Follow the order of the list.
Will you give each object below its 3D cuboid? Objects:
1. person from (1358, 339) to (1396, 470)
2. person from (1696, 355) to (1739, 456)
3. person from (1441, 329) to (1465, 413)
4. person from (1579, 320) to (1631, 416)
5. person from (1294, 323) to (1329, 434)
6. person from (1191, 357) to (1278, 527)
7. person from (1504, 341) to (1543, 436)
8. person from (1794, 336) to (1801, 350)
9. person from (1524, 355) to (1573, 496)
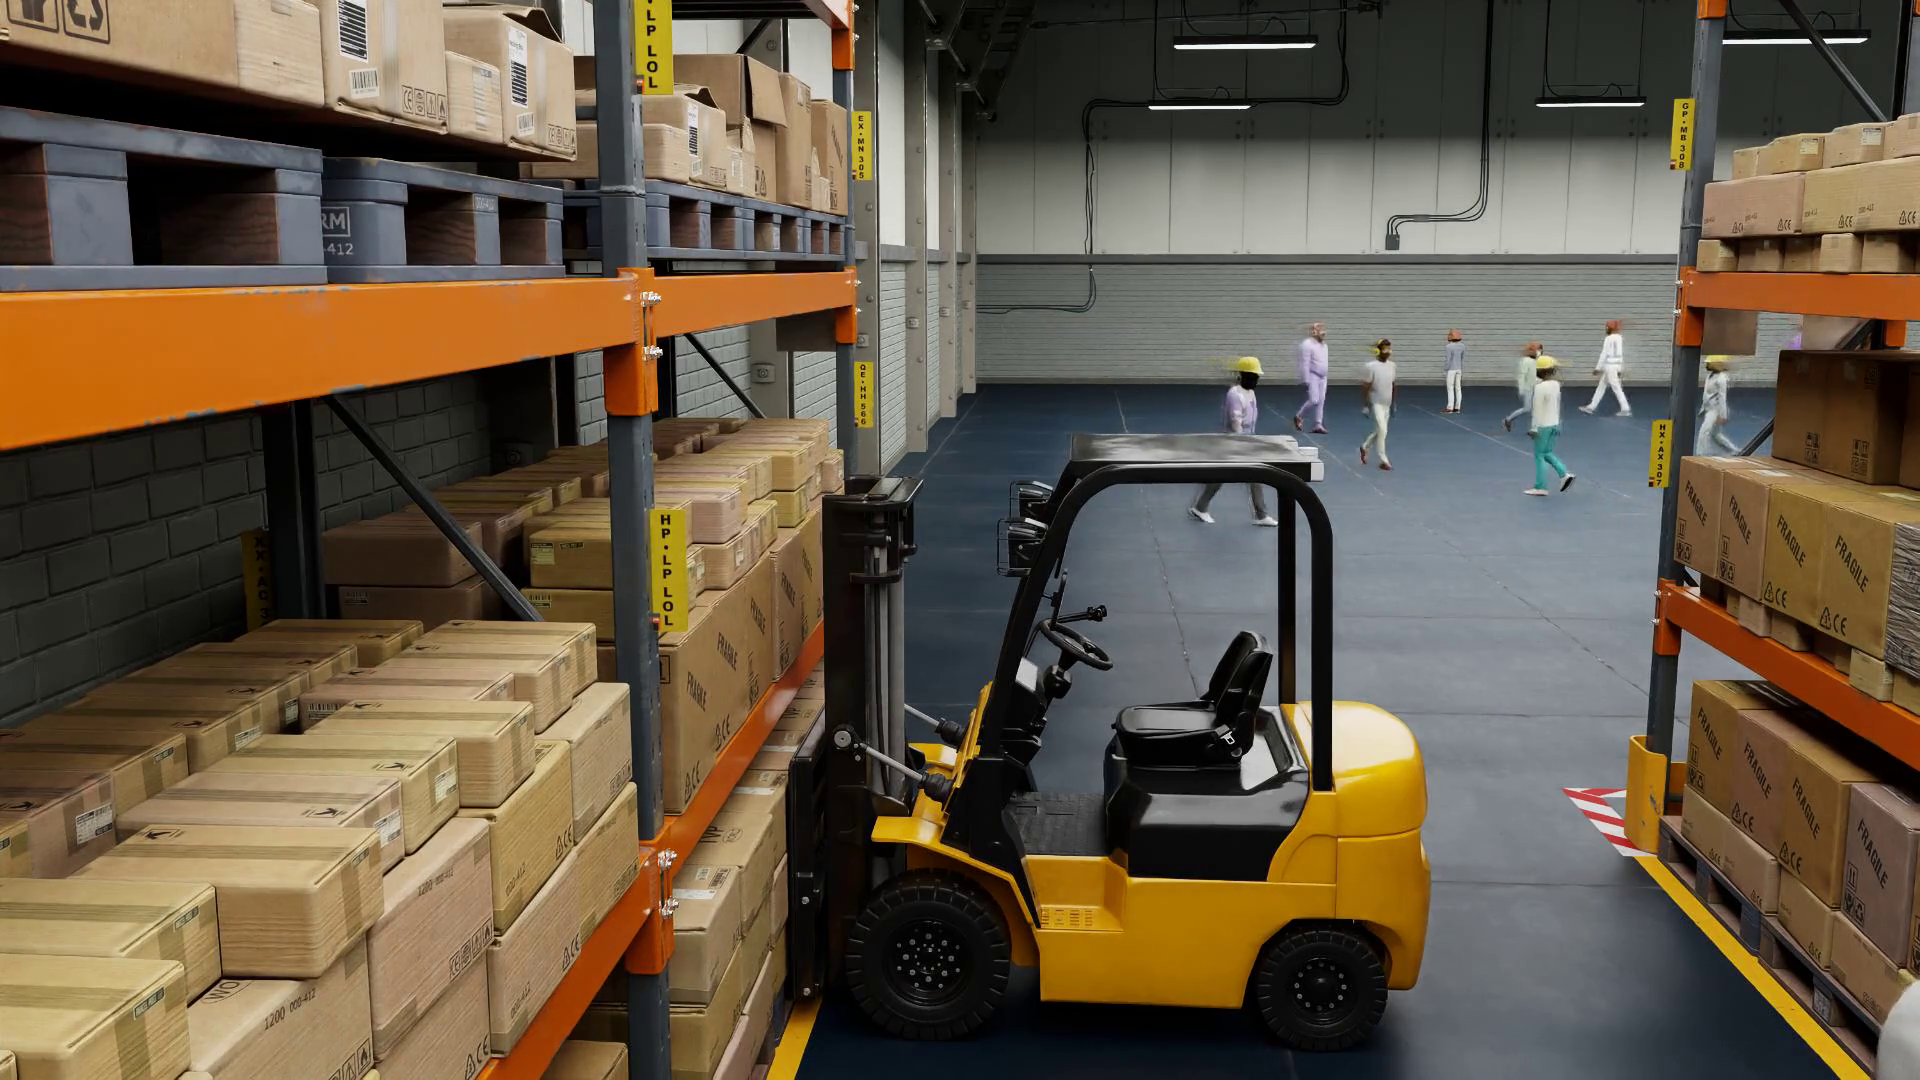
[{"bbox_3d":[5.924,-1.931,23.549,0.519,1.849,0.806,-5,10,-26],"label":"person"},{"bbox_3d":[10.436,-1.756,22.870,0.820,1.714,0.482,2,10,9],"label":"person"},{"bbox_3d":[9.598,-3.282,32.360,0.507,1.633,0.276,-6,11,-32],"label":"person"},{"bbox_3d":[12.432,-3.287,31.834,1.022,1.832,0.578,7,12,38],"label":"person"},{"bbox_3d":[6.058,-2.759,28.387,0.663,1.894,0.514,-8,12,-41],"label":"person"},{"bbox_3d":[3.049,-1.093,18.375,1.022,1.876,0.591,7,12,37],"label":"person"},{"bbox_3d":[9.491,-2.529,27.860,0.530,1.610,0.550,-7,12,-37],"label":"person"},{"bbox_3d":[16.023,-3.268,31.505,0.972,1.895,0.556,-5,11,-29],"label":"person"},{"bbox_3d":[7.301,-1.408,20.638,0.528,1.757,0.483,-9,13,-44],"label":"person"}]
